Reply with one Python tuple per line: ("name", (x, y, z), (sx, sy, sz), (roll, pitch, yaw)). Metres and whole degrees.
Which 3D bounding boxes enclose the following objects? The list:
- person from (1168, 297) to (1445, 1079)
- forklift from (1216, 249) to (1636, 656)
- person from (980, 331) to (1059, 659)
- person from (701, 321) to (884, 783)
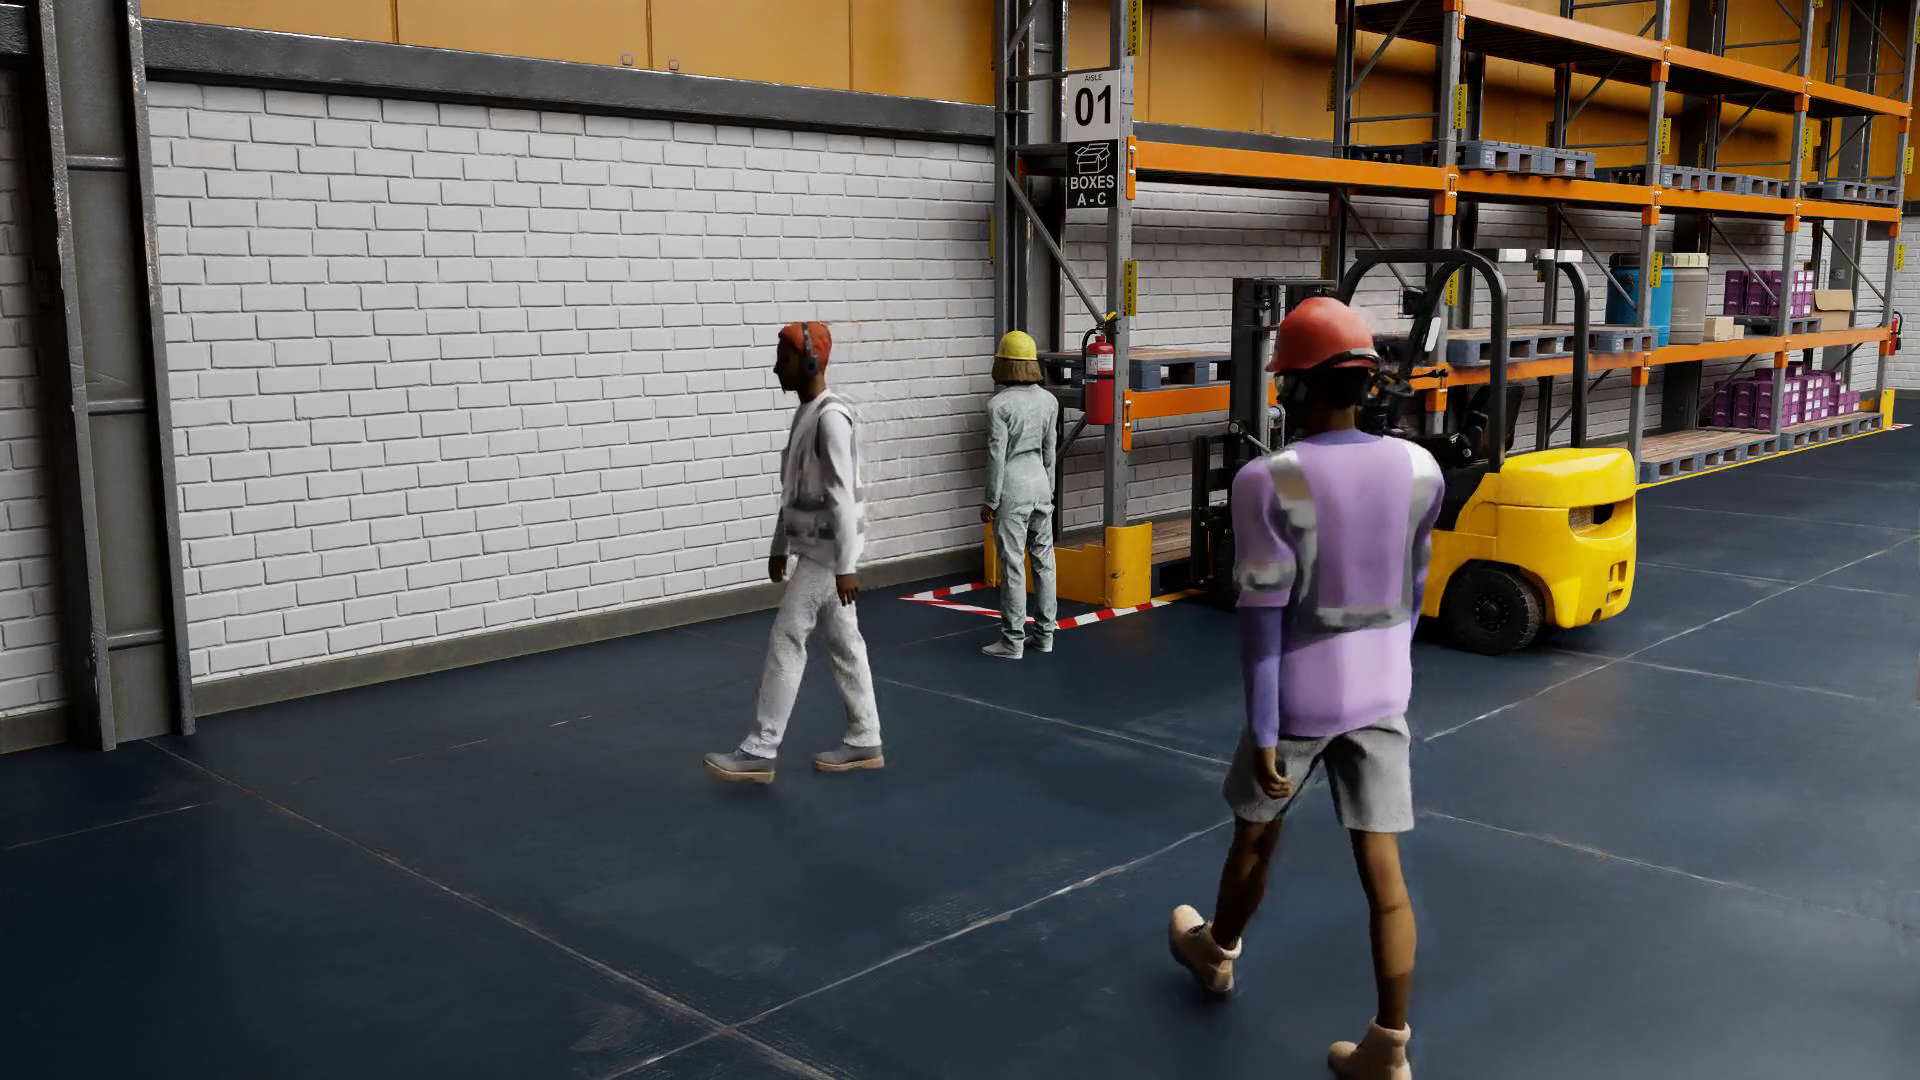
("person", (0.915, 0.376, 4.353), (0.618, 1.989, 1.041), (-3, 10, -17))
("forklift", (2.710, -0.584, 9.626), (2.313, 2.155, 1.214), (9, 13, 43))
("person", (0.308, -0.240, 8.889), (0.483, 1.745, 0.299), (-8, 12, -40))
("person", (-0.702, 0.057, 6.727), (0.873, 1.851, 0.615), (-2, 9, -12))
